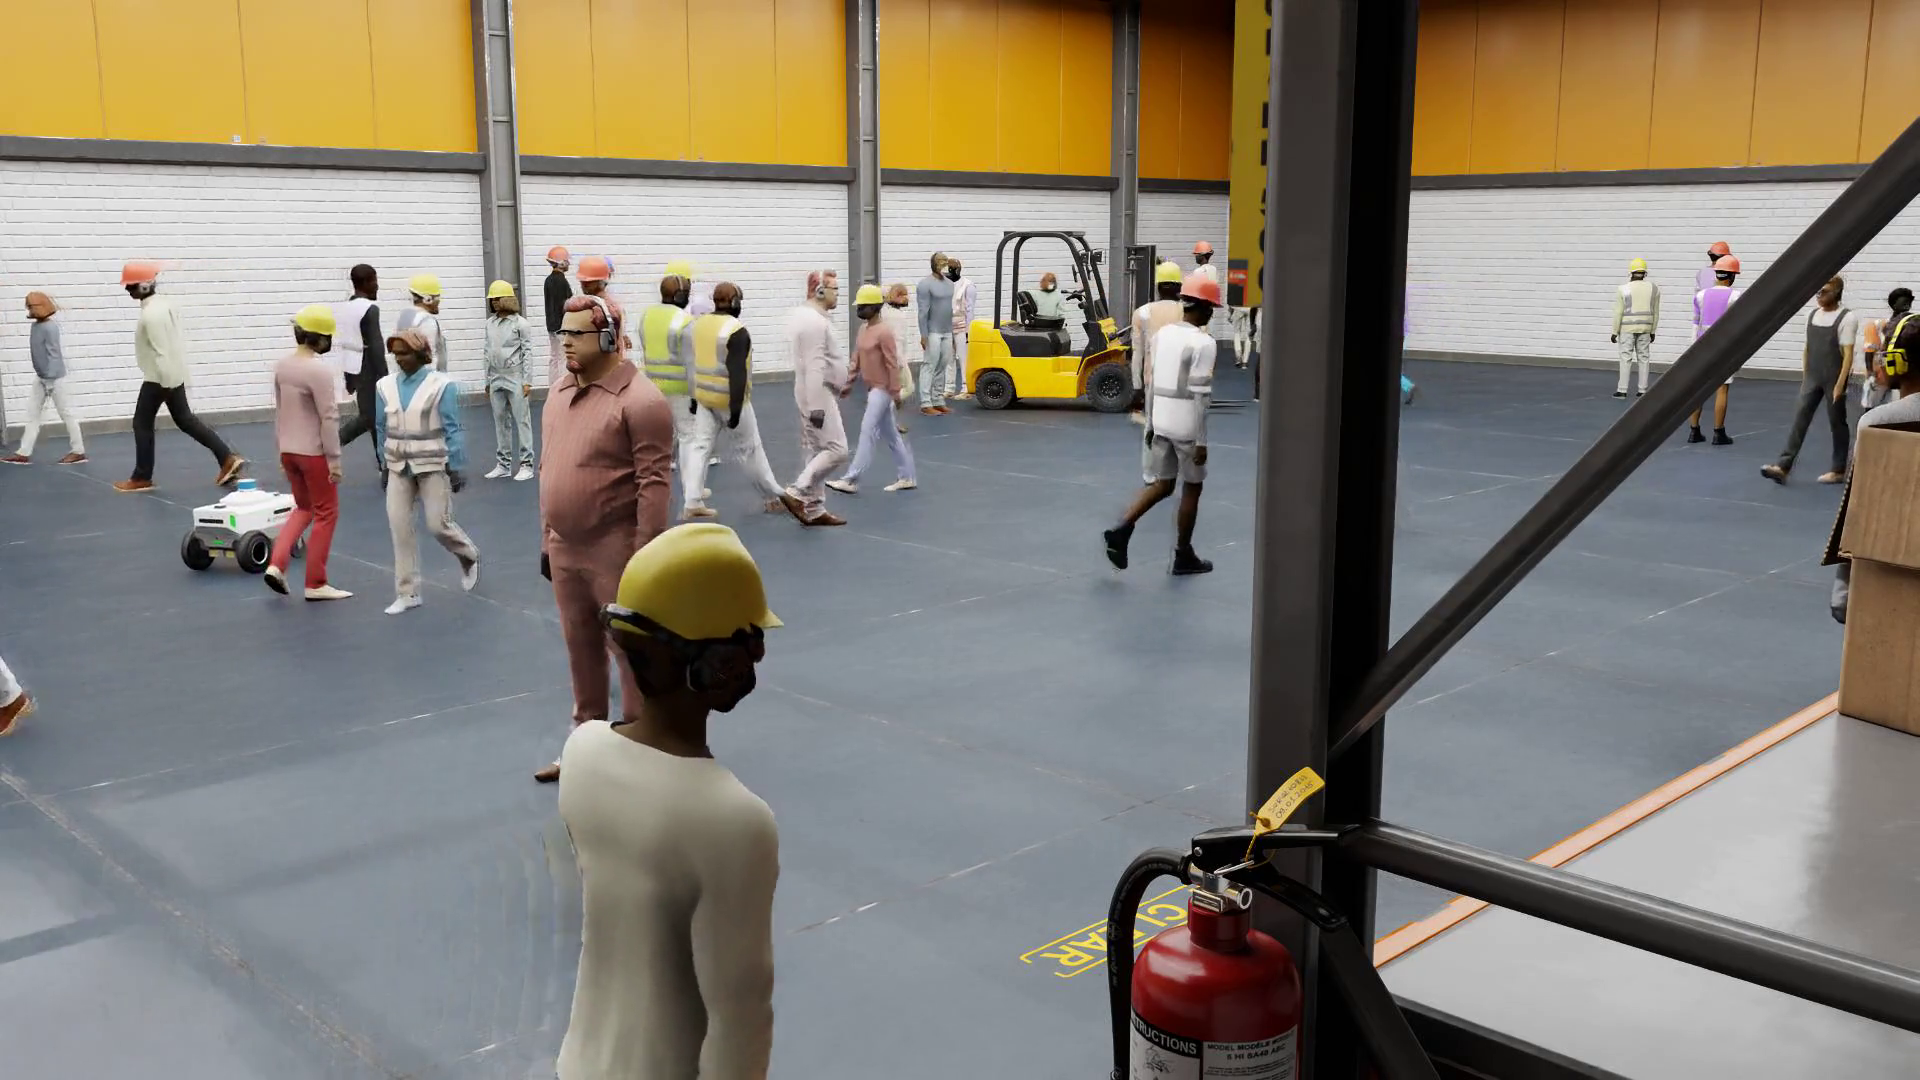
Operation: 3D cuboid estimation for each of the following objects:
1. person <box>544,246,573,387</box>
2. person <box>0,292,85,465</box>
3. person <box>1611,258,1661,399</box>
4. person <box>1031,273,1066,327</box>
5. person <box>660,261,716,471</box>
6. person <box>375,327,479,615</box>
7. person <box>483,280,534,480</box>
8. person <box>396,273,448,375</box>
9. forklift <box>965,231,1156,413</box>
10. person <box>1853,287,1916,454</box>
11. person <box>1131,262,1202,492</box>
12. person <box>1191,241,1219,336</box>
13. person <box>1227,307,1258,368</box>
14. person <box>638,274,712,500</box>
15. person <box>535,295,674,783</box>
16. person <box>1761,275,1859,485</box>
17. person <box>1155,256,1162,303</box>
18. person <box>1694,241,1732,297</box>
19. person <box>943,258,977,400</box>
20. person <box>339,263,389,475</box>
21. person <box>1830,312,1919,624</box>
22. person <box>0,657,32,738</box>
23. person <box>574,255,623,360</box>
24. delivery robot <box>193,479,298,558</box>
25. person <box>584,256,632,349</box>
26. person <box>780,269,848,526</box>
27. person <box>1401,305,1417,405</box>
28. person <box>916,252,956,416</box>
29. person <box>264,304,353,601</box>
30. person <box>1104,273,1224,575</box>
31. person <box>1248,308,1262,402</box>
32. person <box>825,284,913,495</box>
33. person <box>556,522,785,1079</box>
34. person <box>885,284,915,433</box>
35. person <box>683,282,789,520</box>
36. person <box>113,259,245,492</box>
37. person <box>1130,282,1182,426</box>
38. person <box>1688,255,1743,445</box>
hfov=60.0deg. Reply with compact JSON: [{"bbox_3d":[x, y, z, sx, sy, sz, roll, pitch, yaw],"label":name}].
[{"bbox_3d":[-4.926,-2.622,20.562,0.375,1.997,0.612,-7,13,-35],"label":"person"},{"bbox_3d":[-8.520,-1.473,15.339,0.530,1.598,0.784,9,13,39],"label":"person"},{"bbox_3d":[8.783,-2.744,21.671,0.589,1.834,0.403,0,10,-1],"label":"person"},{"bbox_3d":[1.248,-3.012,23.762,0.511,1.589,0.814,-2,11,-12],"label":"person"},{"bbox_3d":[-2.594,-1.568,15.081,0.876,1.890,0.623,-7,13,-34],"label":"person"},{"bbox_3d":[-3.069,-0.409,9.530,0.516,1.623,0.592,3,11,14],"label":"person"},{"bbox_3d":[-3.959,-1.388,14.524,0.494,1.743,0.309,5,11,24],"label":"person"},{"bbox_3d":[-4.510,-1.332,14.030,0.433,1.812,0.631,-9,14,-42],"label":"person"},{"bbox_3d":[1.222,-2.721,20.561,2.313,2.155,1.214,2,11,13],"label":"forklift"},{"bbox_3d":[8.584,-1.508,15.402,0.536,1.662,0.841,2,11,10],"label":"person"},{"bbox_3d":[1.733,-1.359,13.925,0.588,1.894,0.892,2,11,10],"label":"person"},{"bbox_3d":[3.580,-3.390,24.622,0.371,2.044,0.607,7,12,33],"label":"person"},{"bbox_3d":[4.601,-3.703,26.874,0.550,1.843,0.626,2,11,9],"label":"person"},{"bbox_3d":[-2.316,-1.195,13.246,0.638,1.830,0.654,8,13,36],"label":"person"},{"bbox_3d":[-1.389,0.027,6.364,0.643,1.908,0.410,7,13,35],"label":"person"},{"bbox_3d":[7.285,-1.342,14.120,0.946,1.795,0.539,-5,12,-26],"label":"person"},{"bbox_3d":[2.755,-2.988,22.975,0.449,1.843,0.577,0,10,-2],"label":"person"},{"bbox_3d":[10.547,-3.145,23.289,0.397,2.043,0.609,-3,11,-17],"label":"person"},{"bbox_3d":[-0.075,-2.726,21.594,0.619,1.836,0.431,8,13,36],"label":"person"},{"bbox_3d":[-5.266,-1.465,14.545,0.840,1.896,0.591,-8,13,-36],"label":"person"},{"bbox_3d":[3.390,0.118,6.003,0.513,1.861,0.327,-3,11,-14],"label":"person"},{"bbox_3d":[-4.256,-0.014,6.751,0.587,1.854,0.882,4,11,21],"label":"person"},{"bbox_3d":[-2.975,-1.349,13.687,0.448,1.970,0.644,-8,13,-36],"label":"person"},{"bbox_3d":[-4.600,-0.150,10.758,0.477,0.478,0.707,3,11,15],"label":"delivery robot"},{"bbox_3d":[-4.299,-2.467,20.038,1.056,1.886,0.613,-6,12,-30],"label":"person"},{"bbox_3d":[-1.017,-1.016,12.086,0.449,1.890,0.661,-1,10,-4],"label":"person"},{"bbox_3d":[5.399,-2.553,20.695,0.707,1.818,0.568,10,15,44],"label":"person"},{"bbox_3d":[-0.271,-2.442,19.738,0.352,1.937,0.635,7,13,35],"label":"person"},{"bbox_3d":[-3.828,-0.498,9.693,0.554,1.739,0.501,8,13,37],"label":"person"},{"bbox_3d":[1.283,-0.688,10.277,0.725,1.901,0.605,-6,12,-31],"label":"person"},{"bbox_3d":[3.992,-2.726,21.275,0.702,1.946,0.413,9,14,42],"label":"person"},{"bbox_3d":[-0.756,-1.227,13.707,0.888,1.726,0.538,-4,11,-23],"label":"person"},{"bbox_3d":[-0.435,0.825,2.535,0.521,1.713,0.924,9,14,40],"label":"person"},{"bbox_3d":[-0.684,-1.931,17.832,0.373,1.622,0.506,-4,11,-22],"label":"person"},{"bbox_3d":[-1.726,-1.055,12.621,0.611,1.781,0.960,10,14,42],"label":"person"},{"bbox_3d":[-6.567,-1.365,13.858,0.981,1.948,0.625,-2,11,-10],"label":"person"},{"bbox_3d":[2.290,-2.084,18.570,0.796,1.651,0.533,4,11,20],"label":"person"},{"bbox_3d":[7.758,-1.935,17.006,0.382,1.933,0.542,-9,14,-41],"label":"person"}]
